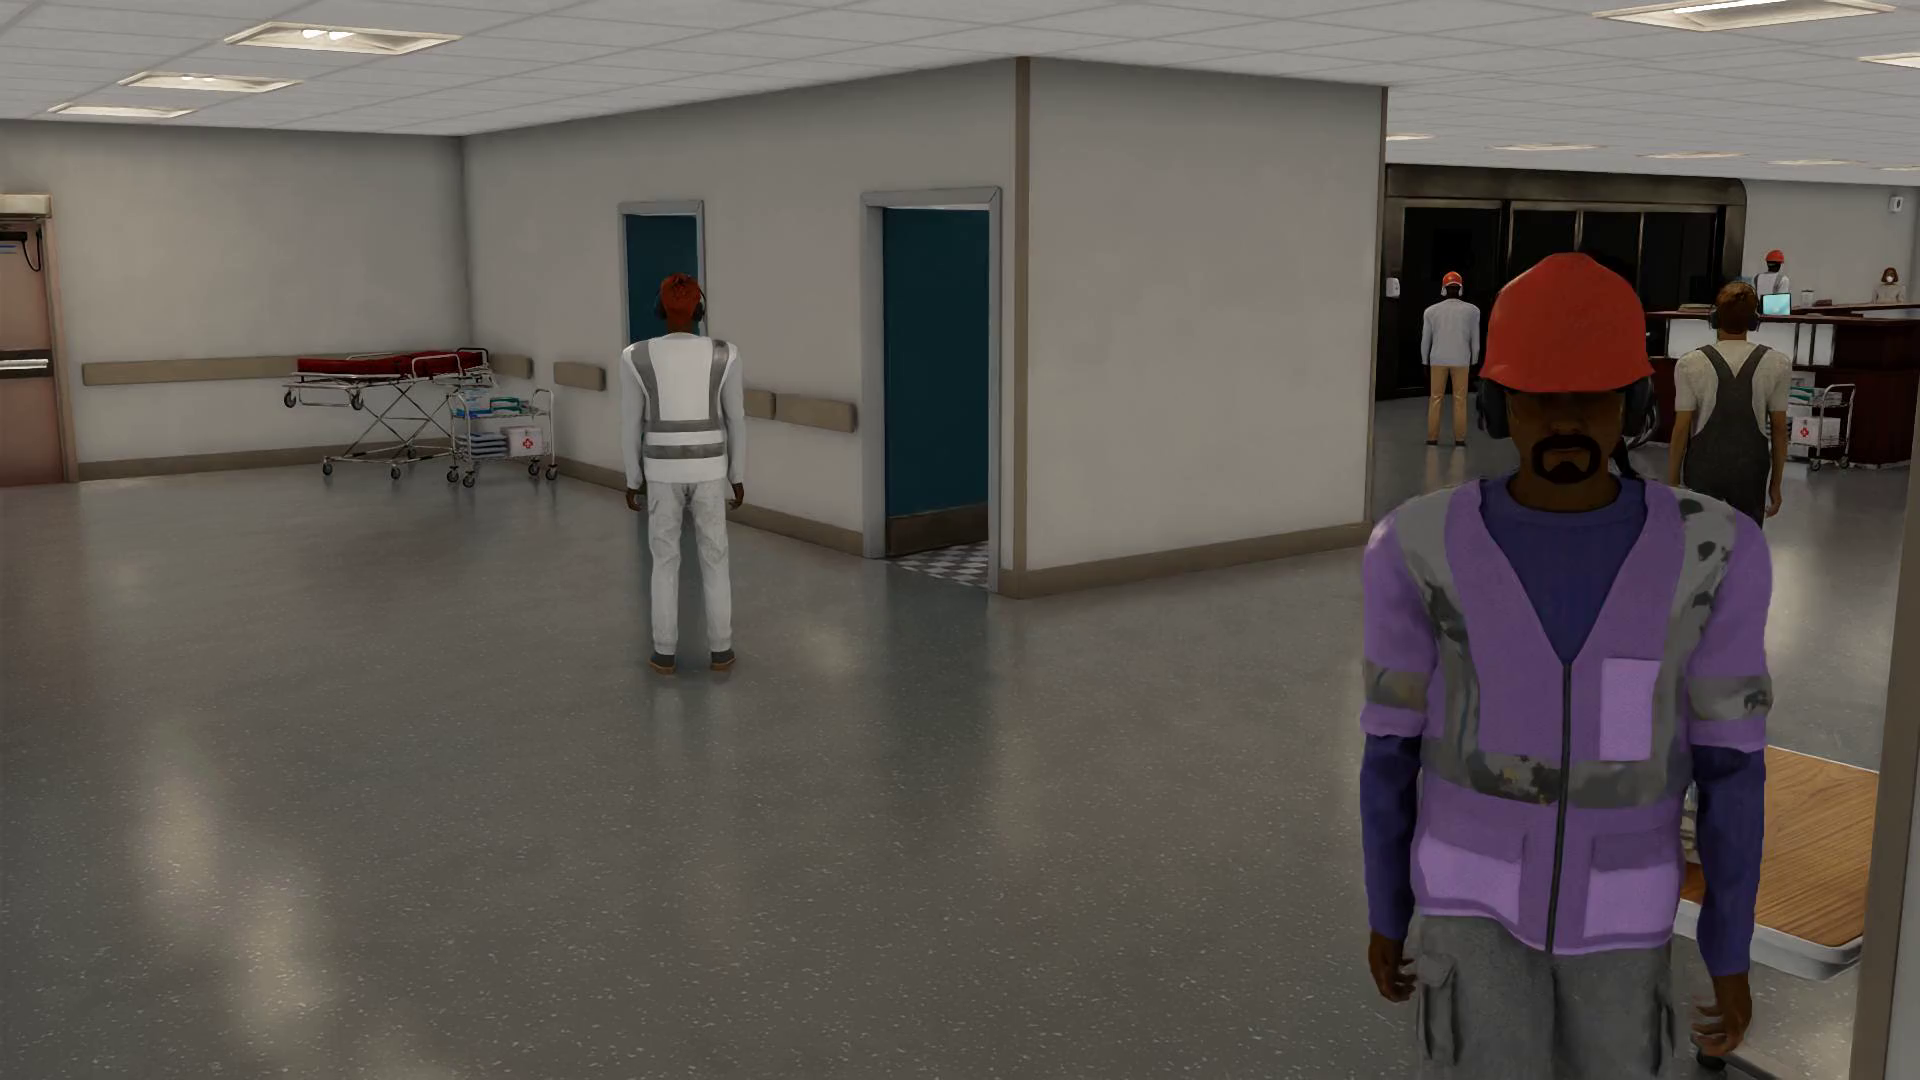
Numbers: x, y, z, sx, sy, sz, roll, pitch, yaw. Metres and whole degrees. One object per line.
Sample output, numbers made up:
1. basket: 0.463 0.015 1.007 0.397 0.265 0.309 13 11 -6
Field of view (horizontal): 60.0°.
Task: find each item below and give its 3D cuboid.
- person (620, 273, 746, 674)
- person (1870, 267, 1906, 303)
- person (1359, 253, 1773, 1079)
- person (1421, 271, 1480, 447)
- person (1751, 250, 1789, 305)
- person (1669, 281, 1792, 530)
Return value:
1. person: -1.292 -0.303 7.824 0.576 1.883 0.354 -2 10 -12
2. person: 15.044 -3.605 27.024 0.501 1.633 0.282 9 14 42
3. person: 0.957 0.546 2.734 0.608 2.018 0.867 2 10 14
4. person: 4.876 -1.793 16.558 0.564 1.743 0.352 3 11 16
5. person: 11.668 -3.209 23.992 0.393 1.929 0.546 -7 12 -34
6. person: 3.570 -0.276 7.772 0.505 1.847 0.344 3 11 18
